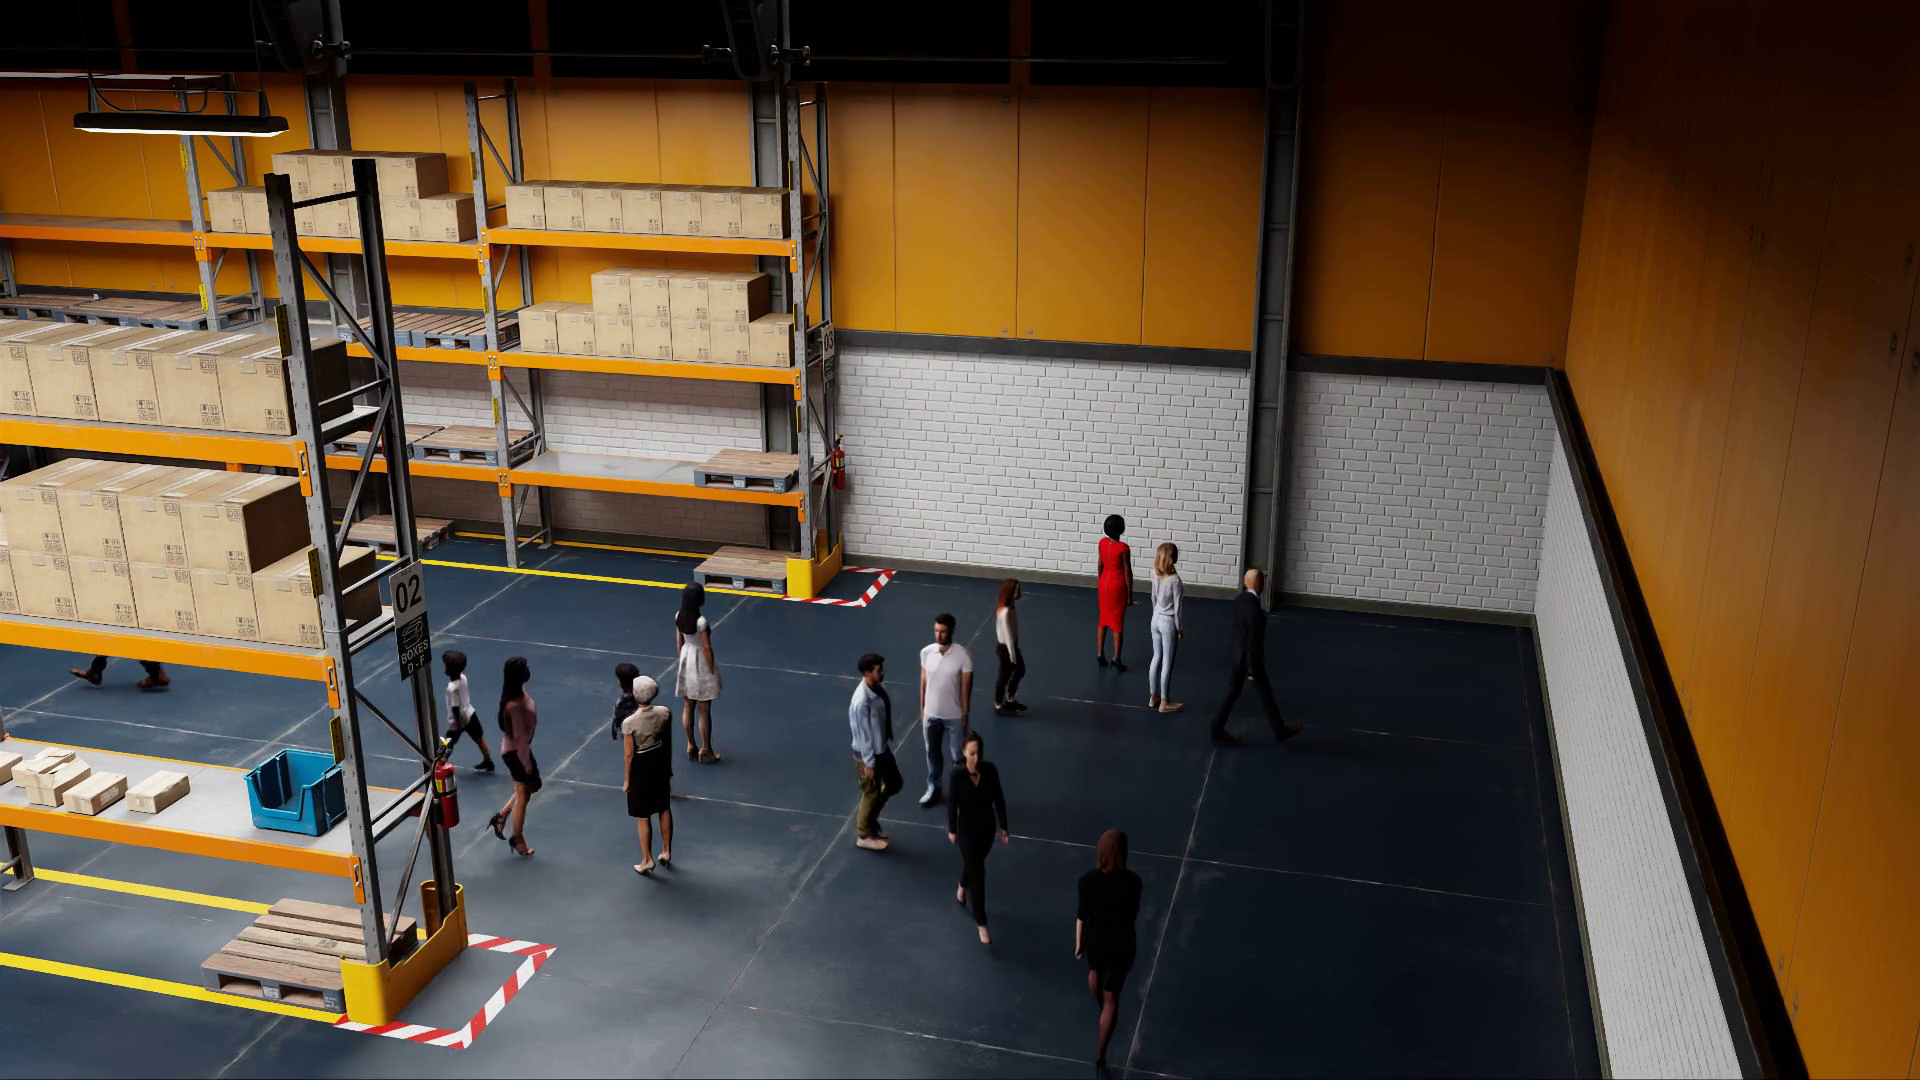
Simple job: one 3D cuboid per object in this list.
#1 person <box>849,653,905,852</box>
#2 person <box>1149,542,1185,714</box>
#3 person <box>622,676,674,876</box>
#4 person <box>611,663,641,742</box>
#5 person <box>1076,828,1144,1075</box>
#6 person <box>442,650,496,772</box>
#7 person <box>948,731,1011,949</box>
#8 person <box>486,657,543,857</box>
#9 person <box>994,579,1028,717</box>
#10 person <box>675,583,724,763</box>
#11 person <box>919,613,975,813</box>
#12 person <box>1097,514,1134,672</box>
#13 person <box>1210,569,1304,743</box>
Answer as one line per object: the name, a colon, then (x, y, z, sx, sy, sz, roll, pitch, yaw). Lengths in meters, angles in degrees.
person: (-0.825, 1.791, 14.157, 0.609, 1.799, 0.689, 5, 19, 15)
person: (2.090, 0.872, 16.891, 0.721, 1.796, 0.659, -11, 21, -29)
person: (-2.571, 1.945, 13.769, 0.701, 1.756, 0.708, -17, 25, -40)
person: (-2.968, 1.726, 15.226, 0.618, 1.241, 0.577, 12, 22, 32)
person: (1.015, 2.828, 11.301, 1.044, 1.657, 0.696, 3, 19, 8)
person: (-4.596, 1.632, 15.534, 0.878, 1.223, 0.513, 4, 19, 13)
person: (0.100, 2.263, 12.956, 1.056, 1.672, 1.057, -8, 20, -22)
person: (-3.822, 1.843, 14.008, 0.839, 1.796, 0.750, -2, 19, -5)
person: (0.410, 1.084, 16.769, 0.583, 1.474, 0.595, 2, 19, 6)
person: (-2.500, 1.257, 15.782, 0.712, 1.775, 0.812, 14, 23, 36)
person: (-0.123, 1.517, 14.877, 0.572, 1.859, 0.777, 10, 21, 26)
person: (1.644, 0.560, 17.902, 0.583, 1.743, 0.707, 16, 24, 38)
person: (2.684, 1.172, 16.093, 1.238, 1.738, 1.035, -2, 19, -7)
